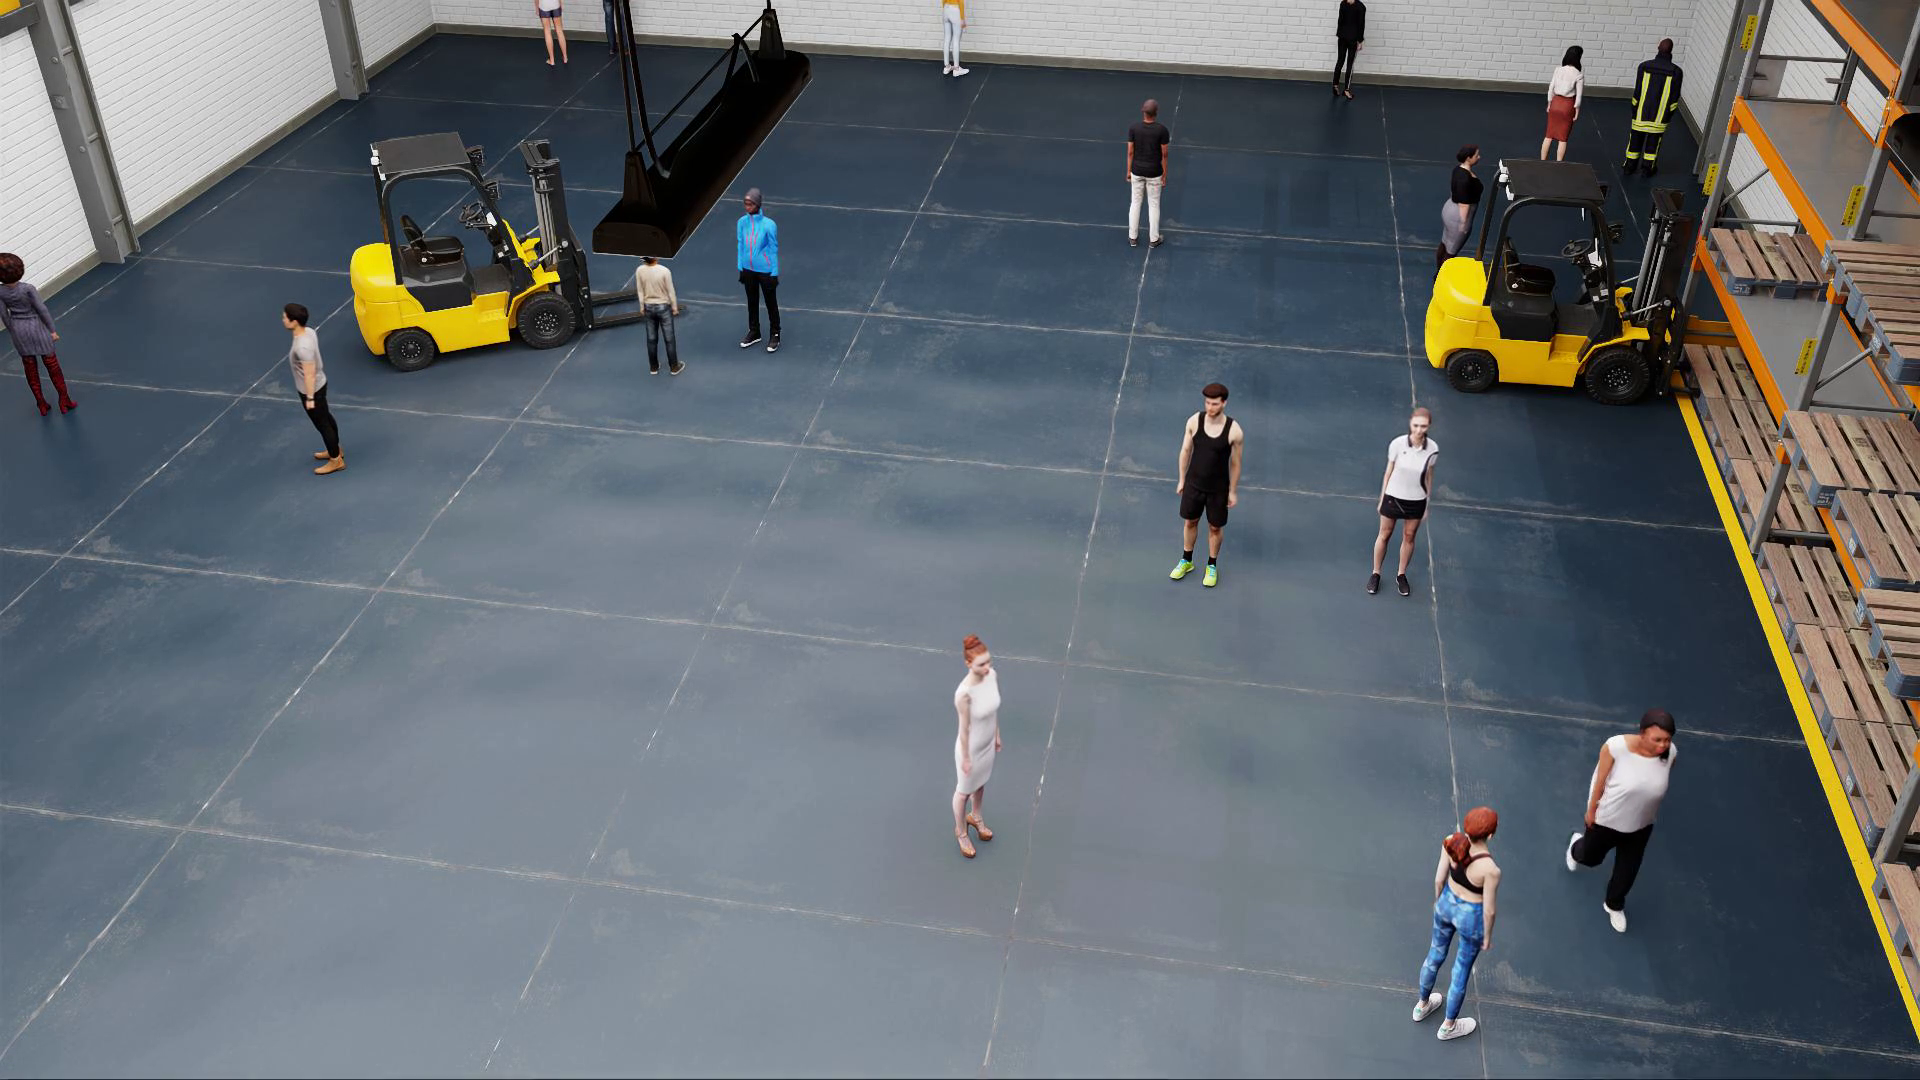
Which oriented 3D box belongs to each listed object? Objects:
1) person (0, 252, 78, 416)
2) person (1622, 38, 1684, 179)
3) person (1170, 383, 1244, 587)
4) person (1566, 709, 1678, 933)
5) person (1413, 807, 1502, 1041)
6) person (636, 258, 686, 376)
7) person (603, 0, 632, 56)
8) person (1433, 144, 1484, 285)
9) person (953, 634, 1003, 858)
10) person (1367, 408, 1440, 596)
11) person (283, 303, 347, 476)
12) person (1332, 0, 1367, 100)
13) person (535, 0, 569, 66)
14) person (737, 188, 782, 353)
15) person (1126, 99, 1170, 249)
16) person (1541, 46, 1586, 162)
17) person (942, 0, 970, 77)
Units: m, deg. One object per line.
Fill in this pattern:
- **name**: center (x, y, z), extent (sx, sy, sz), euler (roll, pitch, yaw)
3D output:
- **person**: center (-9.222, -2.043, 16.507), extent (0.648, 1.710, 0.613), euler (-4, 34, -6)
- **person**: center (9.138, -5.708, 21.919), extent (0.834, 1.823, 0.802), euler (18, 38, 25)
- **person**: center (2.089, -0.482, 13.996), extent (0.730, 1.891, 0.660), euler (14, 36, 19)
- **person**: center (4.312, 1.740, 10.854), extent (0.738, 1.668, 0.943), euler (0, 34, 0)
- **person**: center (2.992, 2.276, 9.941), extent (0.749, 1.785, 0.692), euler (-23, 40, -30)
- **person**: center (-3.145, -2.400, 17.265), extent (0.561, 1.465, 0.517), euler (4, 34, 6)
- **person**: center (-5.491, -8.628, 26.282), extent (0.676, 1.856, 0.594), euler (9, 35, 13)
- **person**: center (5.629, -3.641, 18.867), extent (0.739, 1.760, 0.572), euler (3, 34, 4)
- **person**: center (0.102, 1.394, 11.262), extent (0.690, 1.792, 0.558), euler (23, 40, 30)
- **person**: center (3.721, -0.333, 13.898), extent (0.555, 1.752, 0.539), euler (5, 34, 8)
- **person**: center (-6.061, -1.442, 15.591), extent (0.738, 1.724, 0.602), euler (-7, 34, -11)
- **person**: center (5.732, -7.373, 24.531), extent (0.717, 1.705, 0.697), euler (-29, 43, -36)
- **person**: center (-6.388, -8.283, 25.876), extent (0.681, 1.732, 0.723), euler (-17, 37, -23)
- **person**: center (-2.128, -2.884, 17.697), extent (0.648, 1.794, 0.582), euler (11, 35, 17)
- **person**: center (2.237, -4.398, 19.964), extent (0.678, 1.805, 0.634), euler (9, 35, 14)
- **person**: center (7.915, -5.623, 21.858), extent (0.680, 1.750, 0.696), euler (28, 43, 35)
- **person**: center (-0.115, -8.004, 25.440), extent (0.730, 1.751, 0.693), euler (-29, 43, -36)
